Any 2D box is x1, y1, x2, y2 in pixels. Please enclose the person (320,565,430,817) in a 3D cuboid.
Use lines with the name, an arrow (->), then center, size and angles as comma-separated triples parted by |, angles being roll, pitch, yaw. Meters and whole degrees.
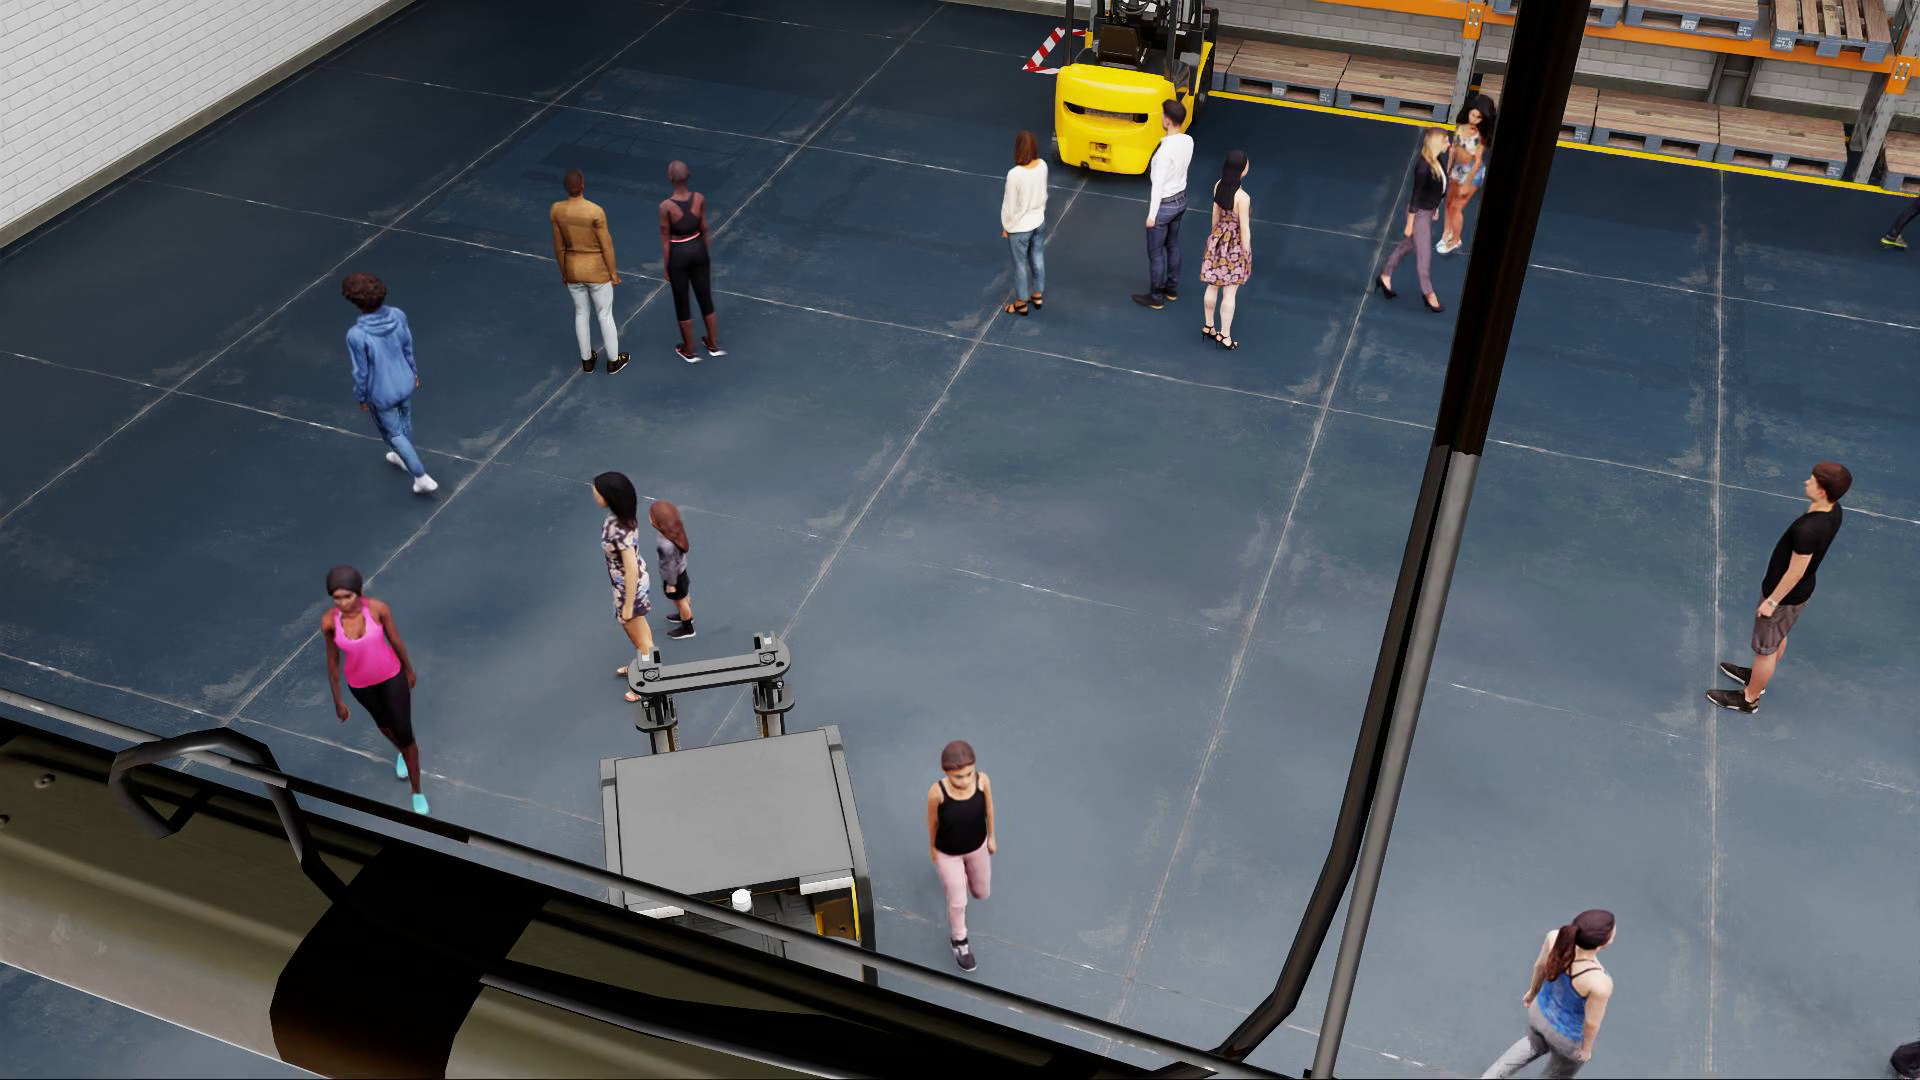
person -> -3.456, 0.767, 9.848 | 0.959, 1.702, 0.955 | -9, 39, -11

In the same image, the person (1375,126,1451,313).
person -> 3.891, -2.779, 14.341 | 0.899, 1.636, 0.668 | 18, 42, 21

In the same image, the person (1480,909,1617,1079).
person -> 2.825, 2.330, 7.975 | 0.928, 1.597, 0.849 | -14, 41, -16

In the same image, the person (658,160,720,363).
person -> -2.228, -2.282, 13.622 | 0.661, 1.756, 0.698 | -24, 44, -27

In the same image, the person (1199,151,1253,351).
person -> 2.216, -2.391, 13.744 | 0.863, 1.774, 0.790 | -22, 44, -25

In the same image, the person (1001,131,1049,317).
person -> 0.566, -2.702, 14.208 | 0.703, 1.682, 0.703 | -28, 47, -31

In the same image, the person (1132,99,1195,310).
person -> 1.792, -2.871, 14.274 | 0.699, 1.862, 0.697 | 28, 46, 30

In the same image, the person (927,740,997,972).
person -> -0.014, 1.605, 8.925 | 0.850, 1.545, 0.883 | -12, 40, -15

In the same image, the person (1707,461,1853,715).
person -> 5.137, 0.294, 10.312 | 0.692, 1.862, 0.746 | 25, 45, 28

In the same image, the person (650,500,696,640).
person -> -1.904, 0.179, 11.061 | 0.547, 1.107, 0.533 | -5, 39, -6

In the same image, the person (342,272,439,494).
person -> -4.138, -1.113, 12.131 | 1.070, 1.791, 0.864 | 24, 45, 27

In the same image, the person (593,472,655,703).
person -> -2.076, 0.277, 10.433 | 0.705, 1.737, 0.677 | -11, 40, -13

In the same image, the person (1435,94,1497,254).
person -> 4.586, -3.260, 14.982 | 0.745, 1.587, 0.689 | -7, 39, -9

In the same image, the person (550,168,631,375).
person -> -3.009, -2.165, 13.427 | 0.570, 1.817, 0.741 | 3, 39, 4
